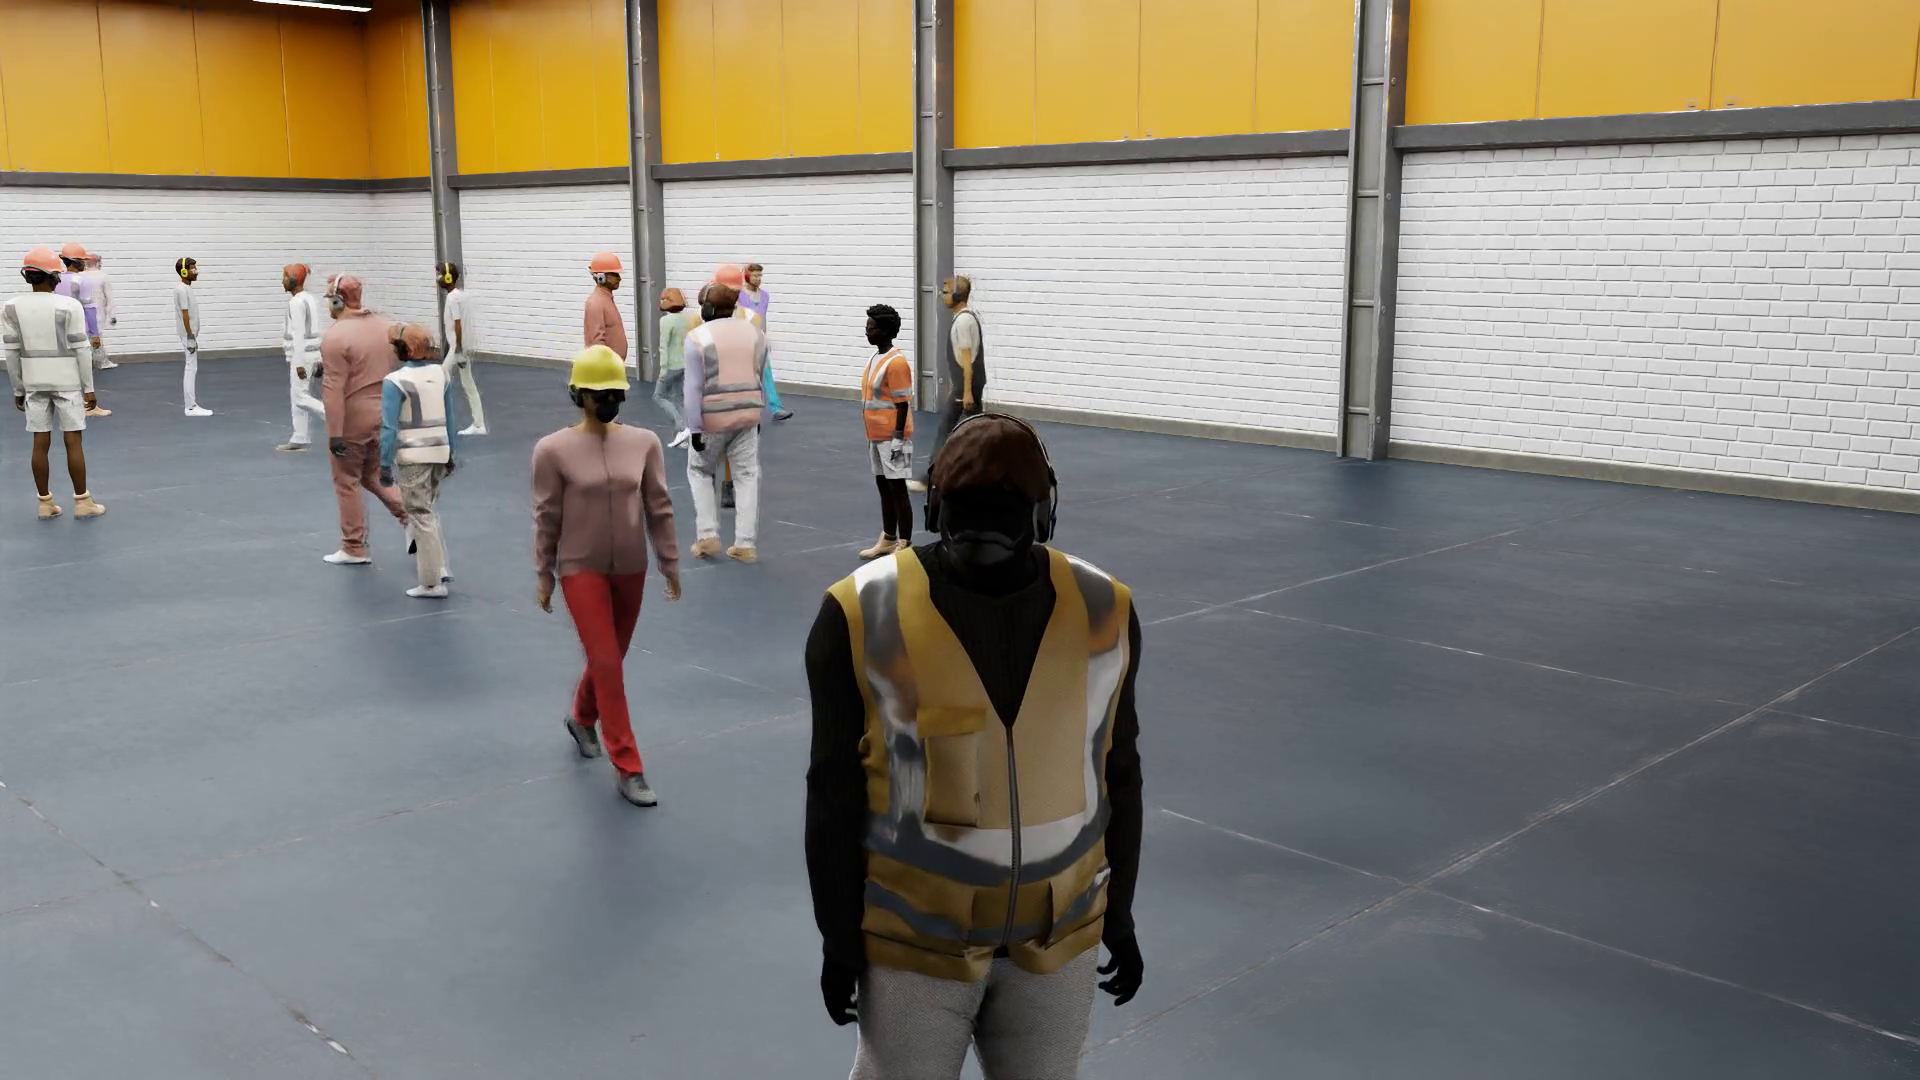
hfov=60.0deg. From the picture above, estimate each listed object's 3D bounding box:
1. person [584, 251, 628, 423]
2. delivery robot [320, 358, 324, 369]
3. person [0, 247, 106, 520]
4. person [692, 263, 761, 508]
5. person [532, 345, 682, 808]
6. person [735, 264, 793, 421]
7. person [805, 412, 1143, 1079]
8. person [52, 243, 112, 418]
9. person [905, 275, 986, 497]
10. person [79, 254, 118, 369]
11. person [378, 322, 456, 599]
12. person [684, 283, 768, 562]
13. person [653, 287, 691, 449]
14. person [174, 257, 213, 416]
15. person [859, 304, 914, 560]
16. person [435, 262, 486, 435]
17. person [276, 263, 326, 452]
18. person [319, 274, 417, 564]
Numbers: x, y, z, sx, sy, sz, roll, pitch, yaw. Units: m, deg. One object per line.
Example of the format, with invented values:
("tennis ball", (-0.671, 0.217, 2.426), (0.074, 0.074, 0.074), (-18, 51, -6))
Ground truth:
("person", (-2.970, -1.426, 14.041), (0.385, 1.993, 0.624), (-1, 10, -3))
("delivery robot", (-9.357, -2.756, 24.974), (0.707, 0.478, 0.477), (7, 13, 34))
("person", (-6.802, -1.164, 12.480), (0.605, 2.045, 0.378), (-1, 10, -4))
("person", (-1.835, -1.201, 13.051), (0.575, 1.911, 0.520), (-3, 11, -15))
("person", (-1.396, 0.095, 6.486), (0.533, 1.724, 0.905), (-8, 13, -36))
("person", (-2.337, -2.231, 18.973), (0.934, 1.802, 0.593), (10, 14, 43))
("person", (0.040, 0.690, 2.939), (0.619, 1.840, 0.430), (-3, 11, -15))
("person", (-10.302, -2.447, 19.480), (0.615, 2.042, 0.374), (5, 11, 24))
("person", (-0.064, -1.244, 13.568), (0.904, 1.801, 0.538), (1, 10, 8))
("person", (-13.637, -3.564, 26.144), (0.703, 1.842, 0.995), (1, 10, 7))
("person", (-3.212, -0.461, 9.763), (0.433, 1.623, 0.538), (4, 11, 22))
("person", (-1.564, -0.771, 10.948), (0.638, 1.819, 0.612), (-7, 13, -34))
("person", (-2.867, -1.705, 16.590), (0.344, 1.618, 0.519), (5, 11, 23))
("person", (-9.101, -2.396, 19.702), (0.321, 1.861, 0.532), (-5, 11, -24))
("person", (-0.472, -0.672, 10.745), (0.320, 1.695, 0.537), (-4, 11, -22))
("person", (-5.442, -2.018, 17.709), (0.762, 1.842, 0.541), (-1, 10, -5))
("person", (-6.385, -1.779, 16.336), (0.712, 1.864, 0.583), (-1, 10, -7))
("person", (-3.844, -0.767, 10.734), (0.589, 1.890, 0.659), (4, 11, 19))
